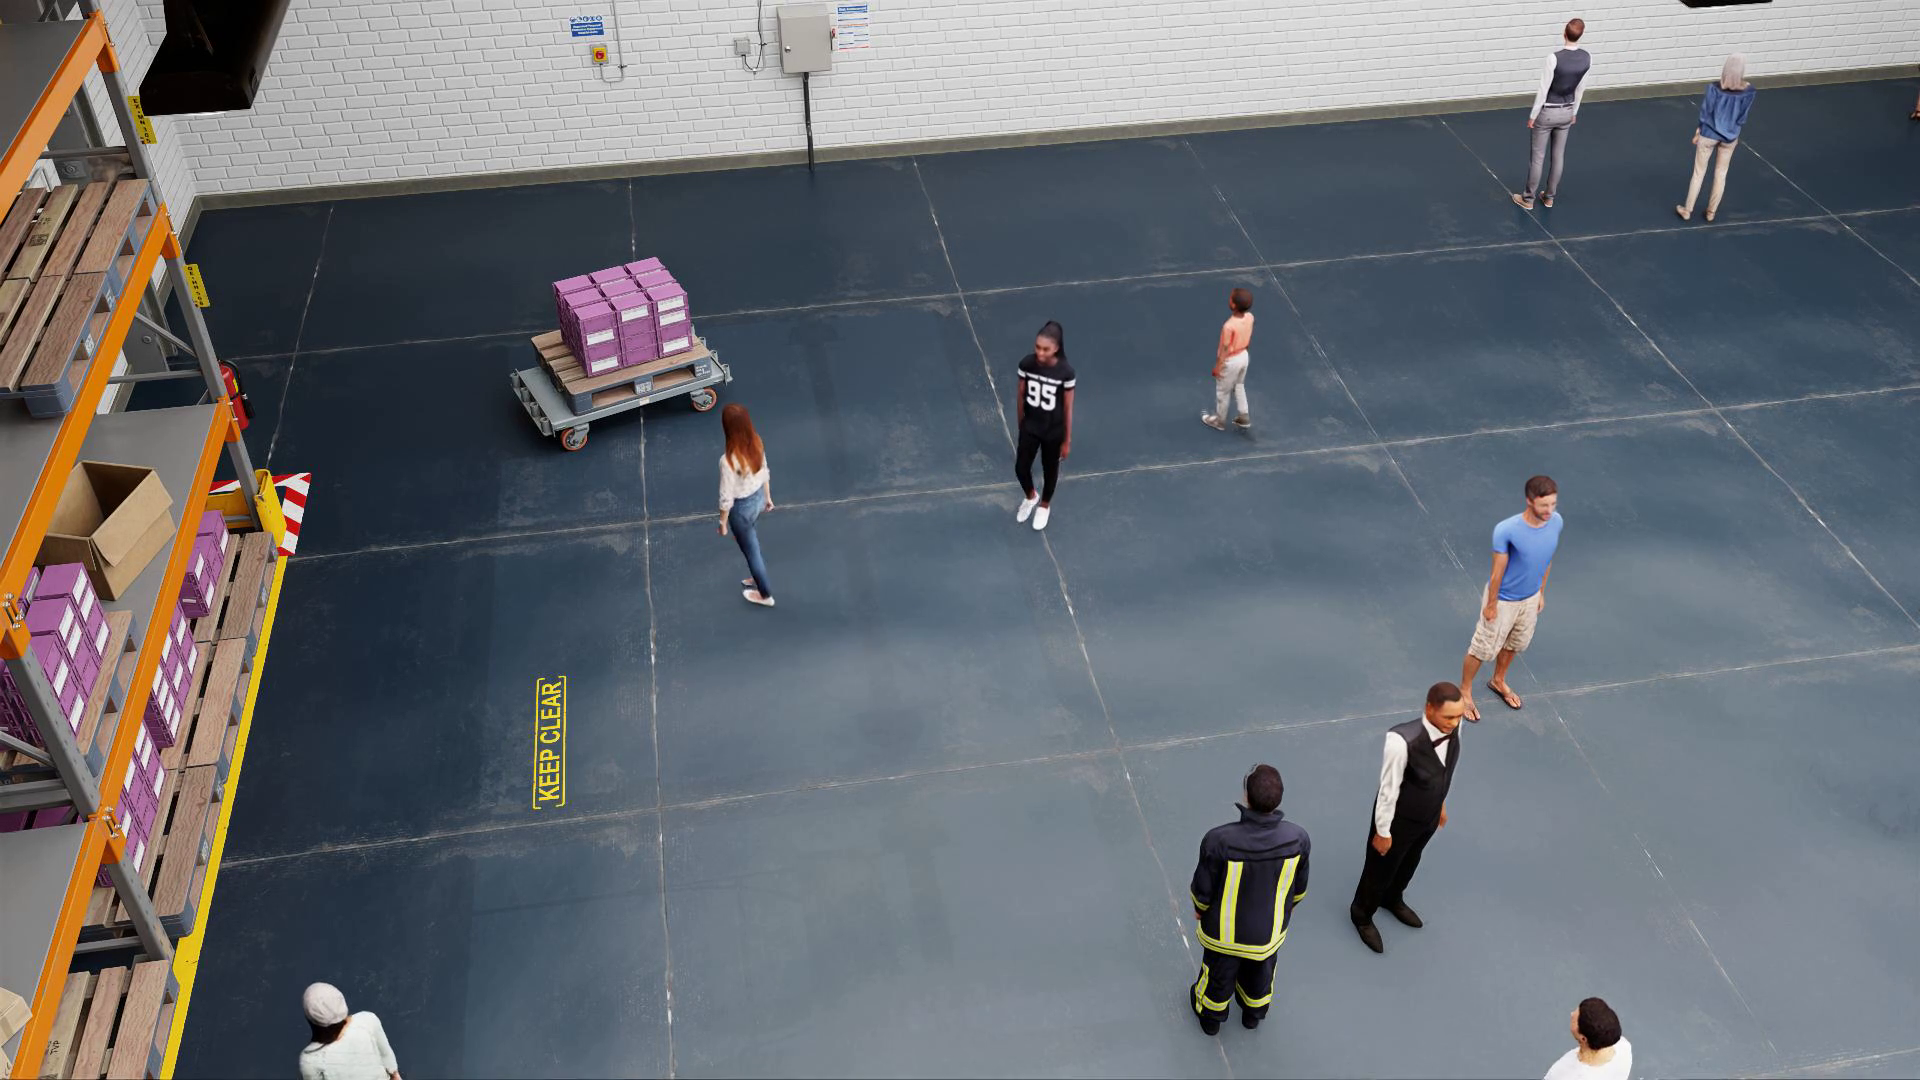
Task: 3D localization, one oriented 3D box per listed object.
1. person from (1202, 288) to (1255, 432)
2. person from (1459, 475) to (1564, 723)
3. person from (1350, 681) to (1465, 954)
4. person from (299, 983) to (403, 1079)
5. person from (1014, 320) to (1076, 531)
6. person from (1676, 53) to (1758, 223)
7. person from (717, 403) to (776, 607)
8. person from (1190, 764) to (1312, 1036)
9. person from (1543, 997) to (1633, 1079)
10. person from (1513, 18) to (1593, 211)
[{"bbox_3d":[2.238,-1.450,13.451,0.629,1.315,0.709,-29,47,-31],"label":"person"},{"bbox_3d":[3.573,0.342,10.767,0.687,1.864,0.627,-13,40,-16],"label":"person"},{"bbox_3d":[2.502,1.494,9.281,0.773,1.918,0.737,-23,44,-26],"label":"person"},{"bbox_3d":[-2.855,2.703,7.994,0.933,1.635,0.839,30,47,32],"label":"person"},{"bbox_3d":[0.661,-0.869,12.398,0.744,1.721,0.783,13,40,16],"label":"person"},{"bbox_3d":[7.408,-3.932,16.252,0.683,1.698,0.669,5,39,7],"label":"person"},{"bbox_3d":[-1.412,-0.209,11.575,0.788,1.718,0.712,18,42,21],"label":"person"},{"bbox_3d":[1.505,1.918,8.743,0.796,1.928,0.665,-4,39,-5],"label":"person"},{"bbox_3d":[2.876,2.810,7.751,0.904,1.771,1.065,-26,46,-29],"label":"person"},{"bbox_3d":[5.865,-4.205,16.401,0.652,1.938,0.529,-6,39,-8],"label":"person"}]
